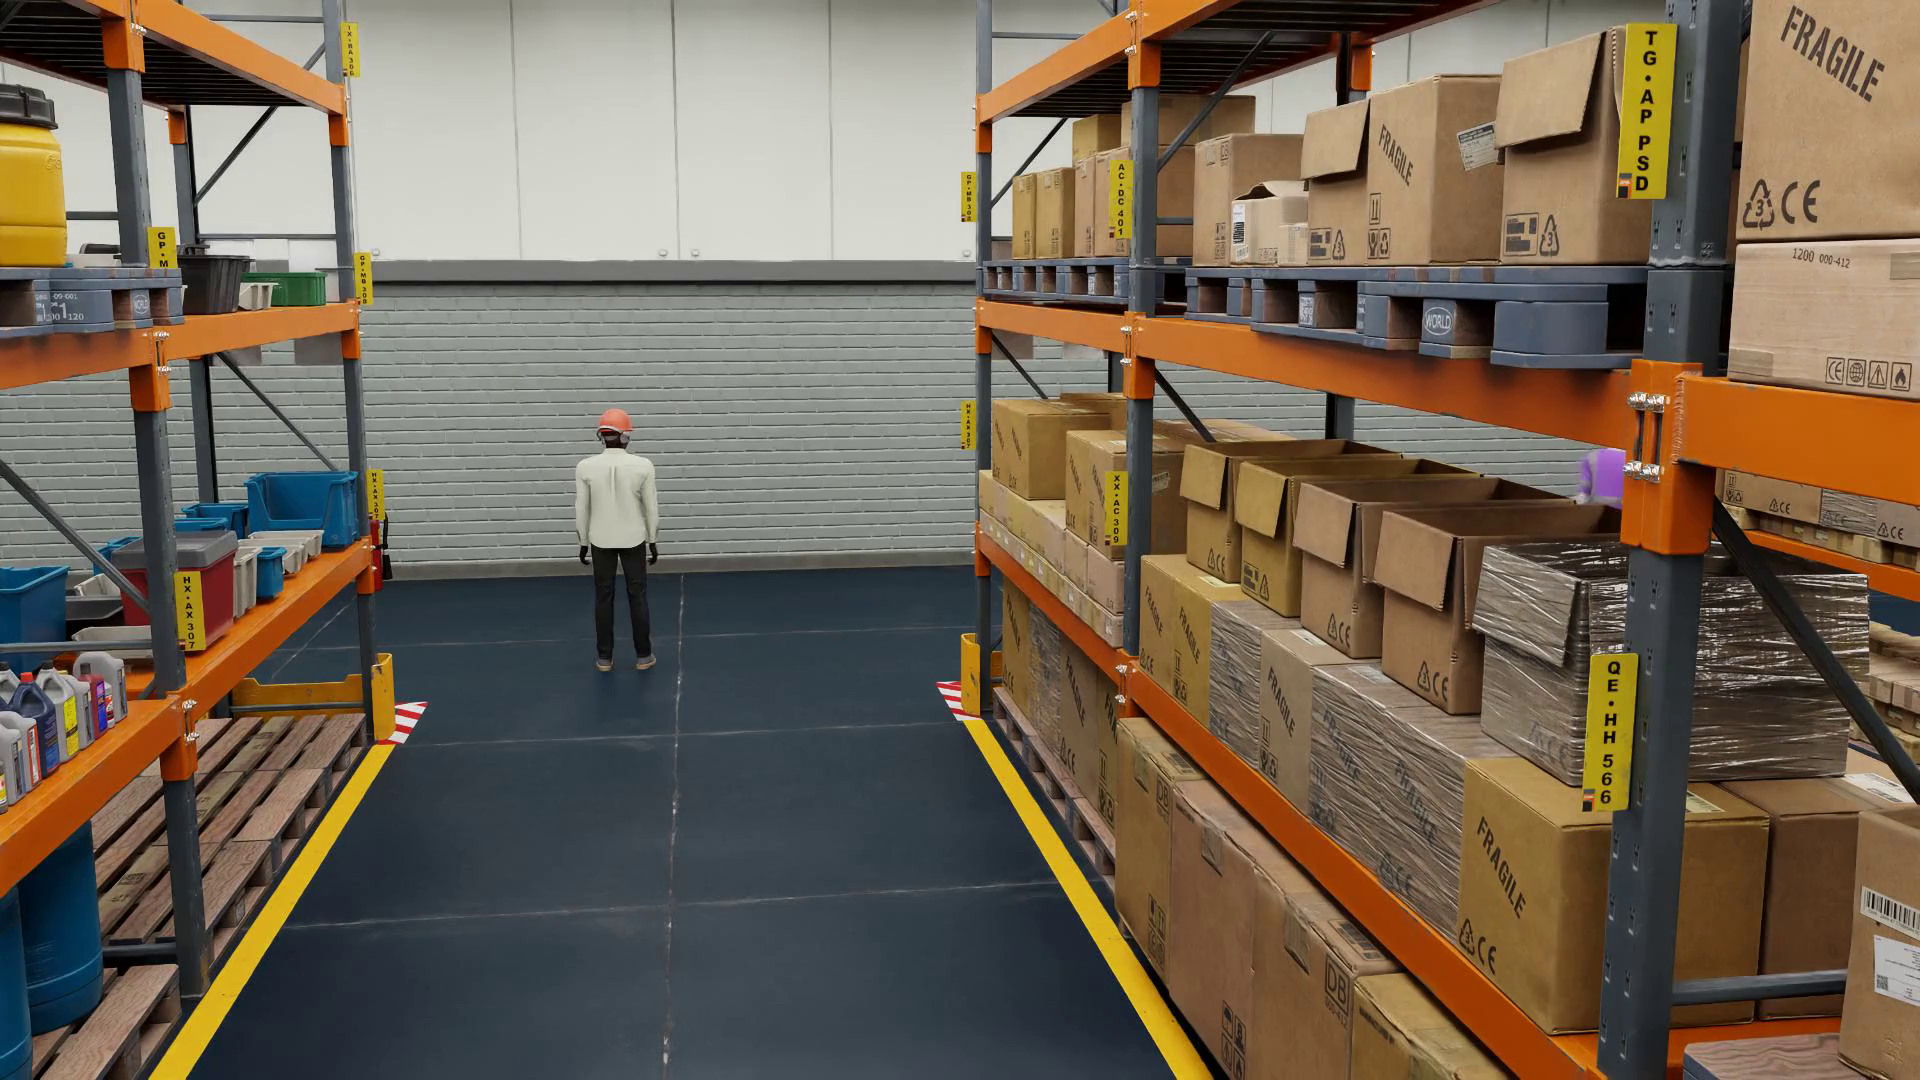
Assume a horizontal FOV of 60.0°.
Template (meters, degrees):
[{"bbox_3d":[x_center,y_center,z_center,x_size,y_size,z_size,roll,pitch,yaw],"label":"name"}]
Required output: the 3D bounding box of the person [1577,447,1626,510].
[{"bbox_3d":[5.398,-0.119,13.636,0.569,1.907,0.832,8,12,40],"label":"person"}]

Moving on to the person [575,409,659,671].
[{"bbox_3d":[-2.595,0.003,12.629,0.614,1.990,0.392,-1,9,-6],"label":"person"}]
